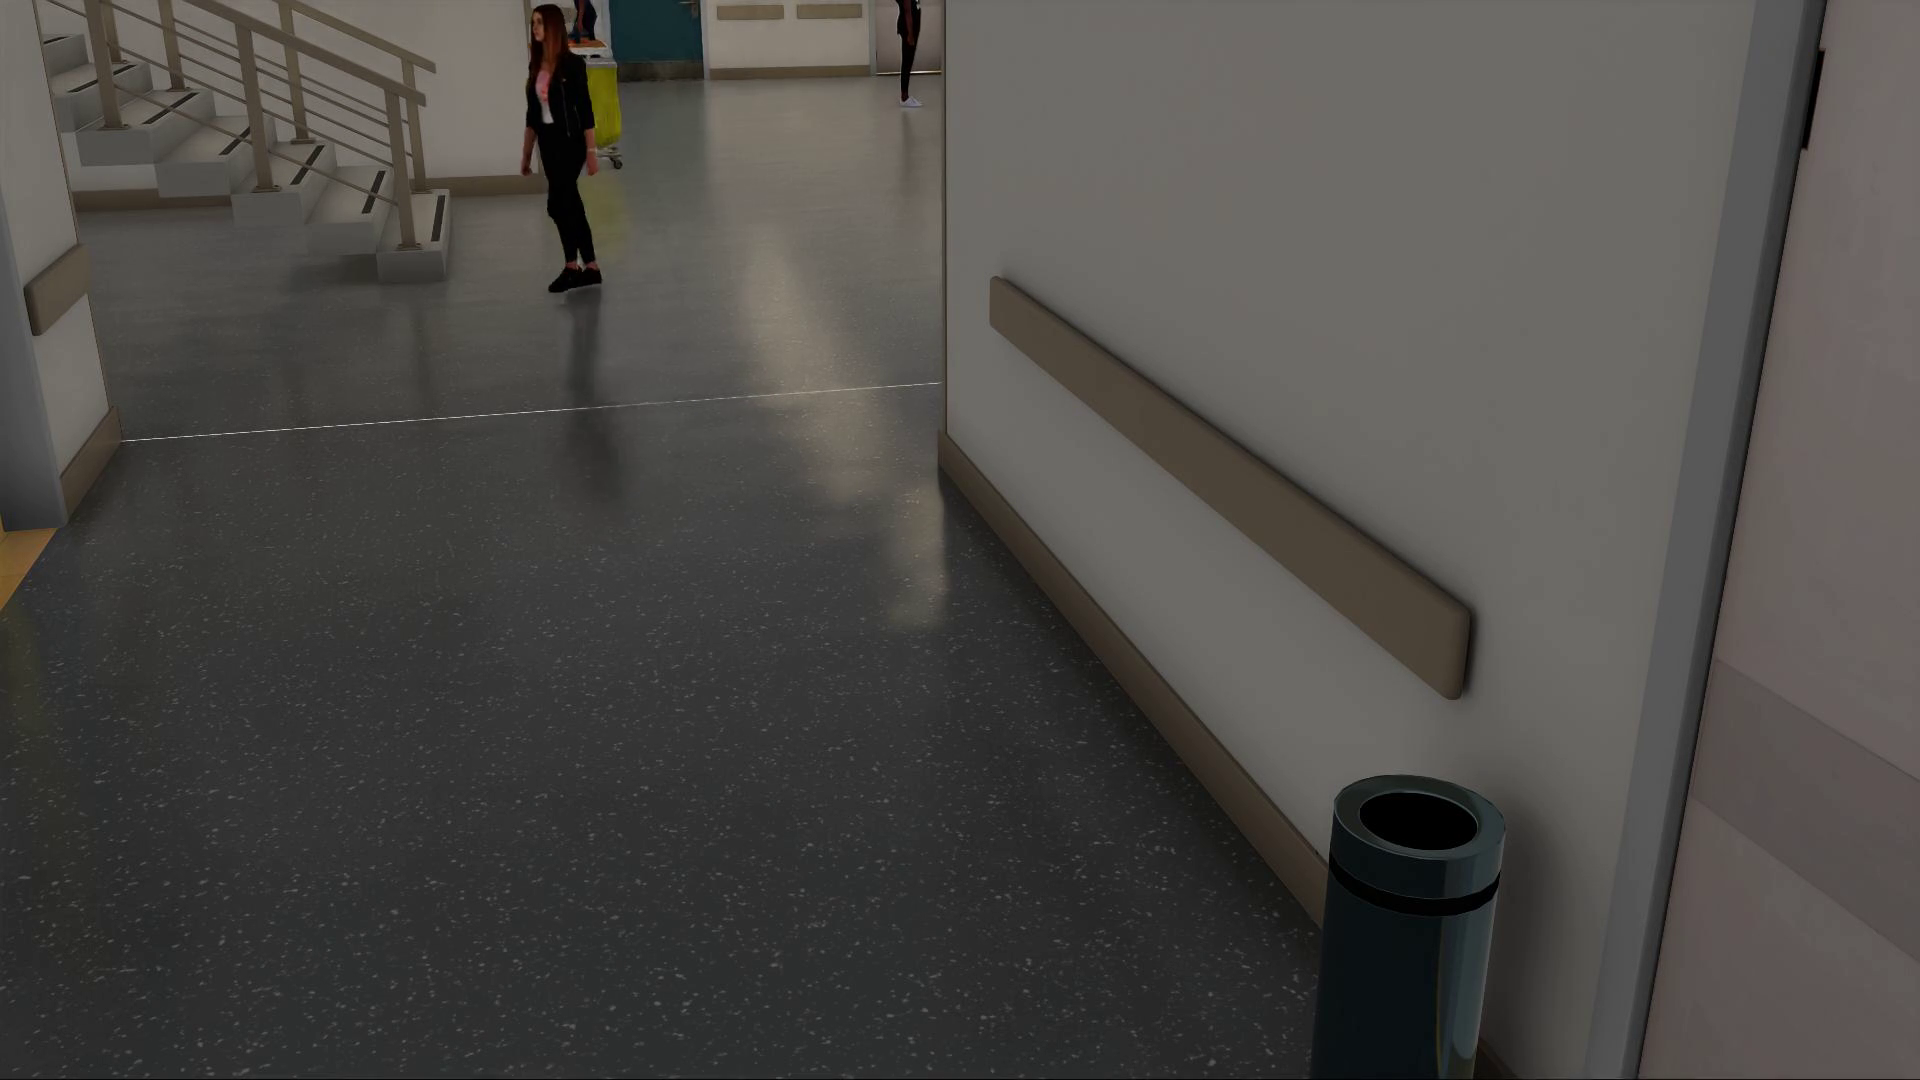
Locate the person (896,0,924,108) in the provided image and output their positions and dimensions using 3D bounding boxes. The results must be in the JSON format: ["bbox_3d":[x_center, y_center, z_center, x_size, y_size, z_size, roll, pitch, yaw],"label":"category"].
[{"bbox_3d":[-0.614,-6.105,19.967,0.646,1.729,0.674,0,21,0],"label":"person"}]

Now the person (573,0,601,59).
[{"bbox_3d":[-4.863,-6.884,22.033,0.642,1.721,0.614,-4,21,-12],"label":"person"}]

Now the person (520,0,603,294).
[{"bbox_3d":[-2.356,-2.388,10.197,0.781,1.696,0.842,16,26,36],"label":"person"}]
